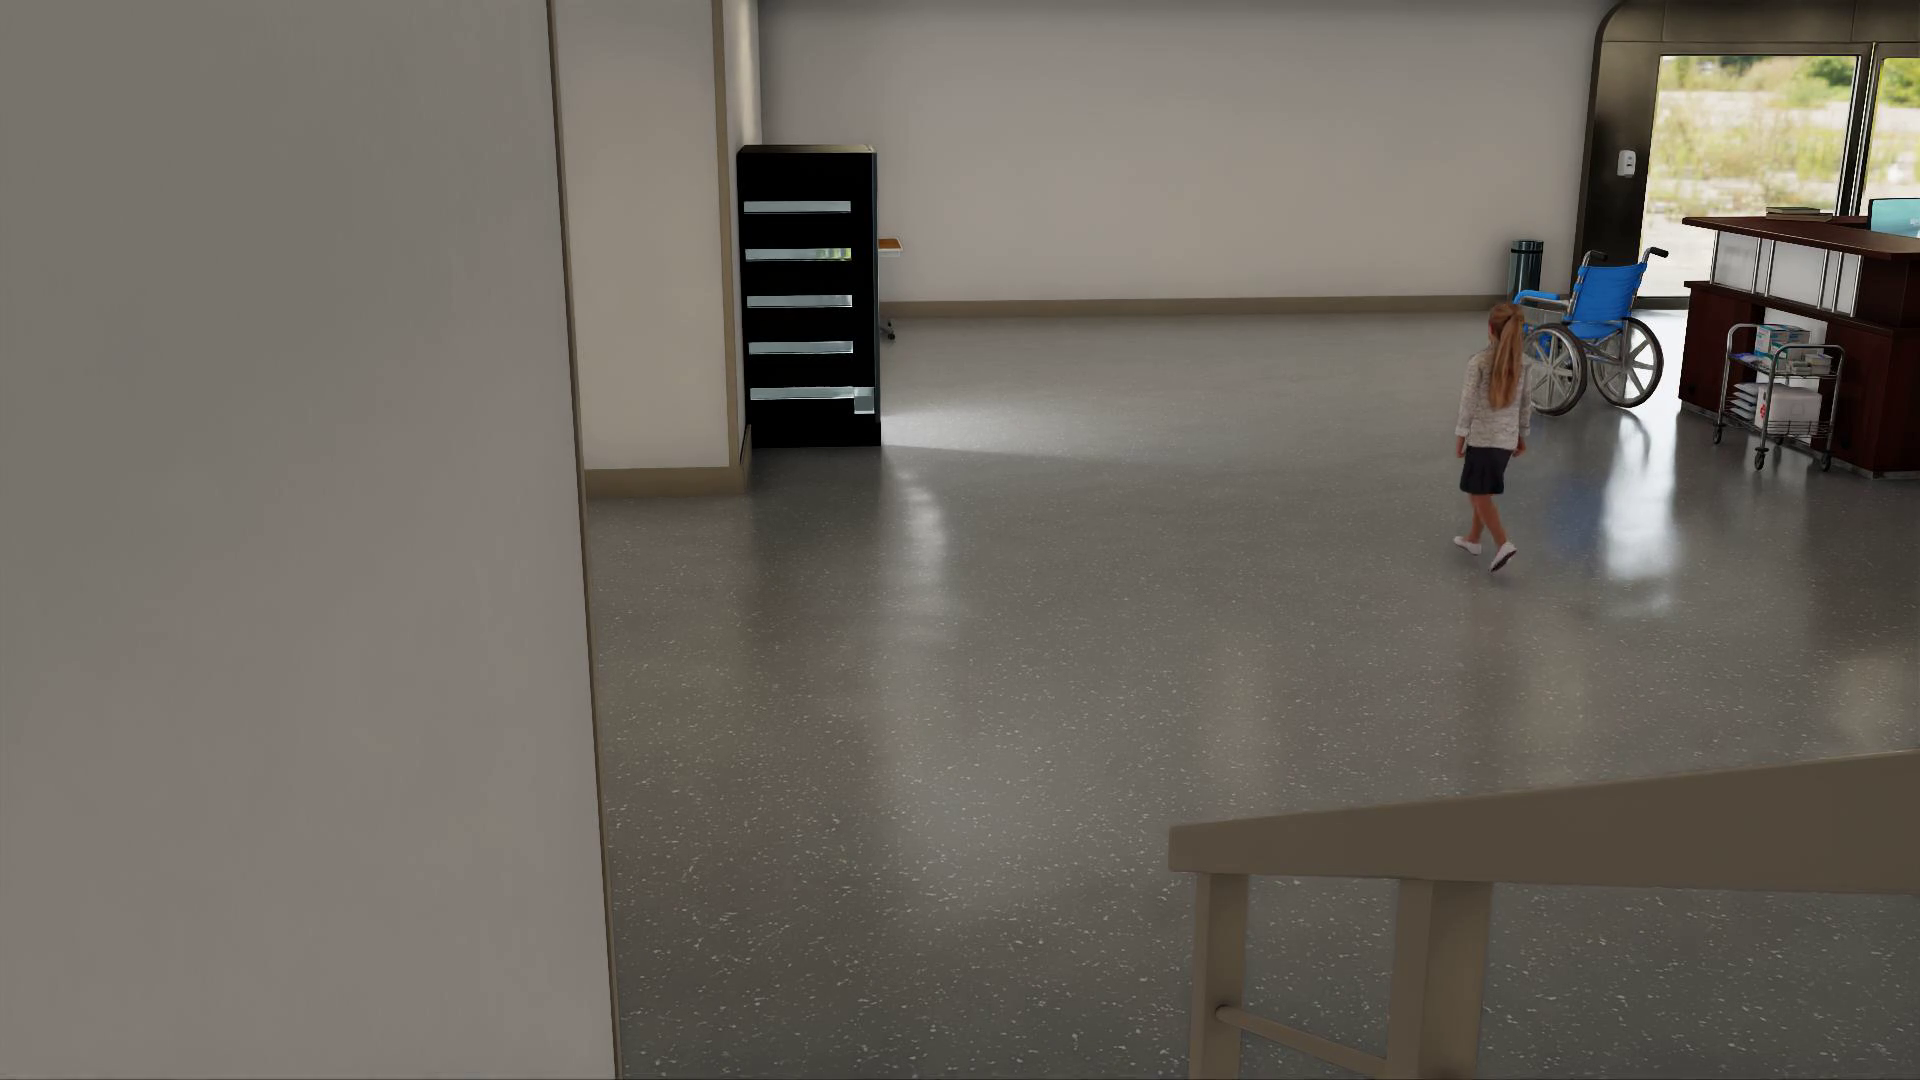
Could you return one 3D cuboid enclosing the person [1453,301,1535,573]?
[{"bbox_3d":[2.531,-0.476,7.851,0.597,1.257,0.869,-4,16,-14],"label":"person"}]
